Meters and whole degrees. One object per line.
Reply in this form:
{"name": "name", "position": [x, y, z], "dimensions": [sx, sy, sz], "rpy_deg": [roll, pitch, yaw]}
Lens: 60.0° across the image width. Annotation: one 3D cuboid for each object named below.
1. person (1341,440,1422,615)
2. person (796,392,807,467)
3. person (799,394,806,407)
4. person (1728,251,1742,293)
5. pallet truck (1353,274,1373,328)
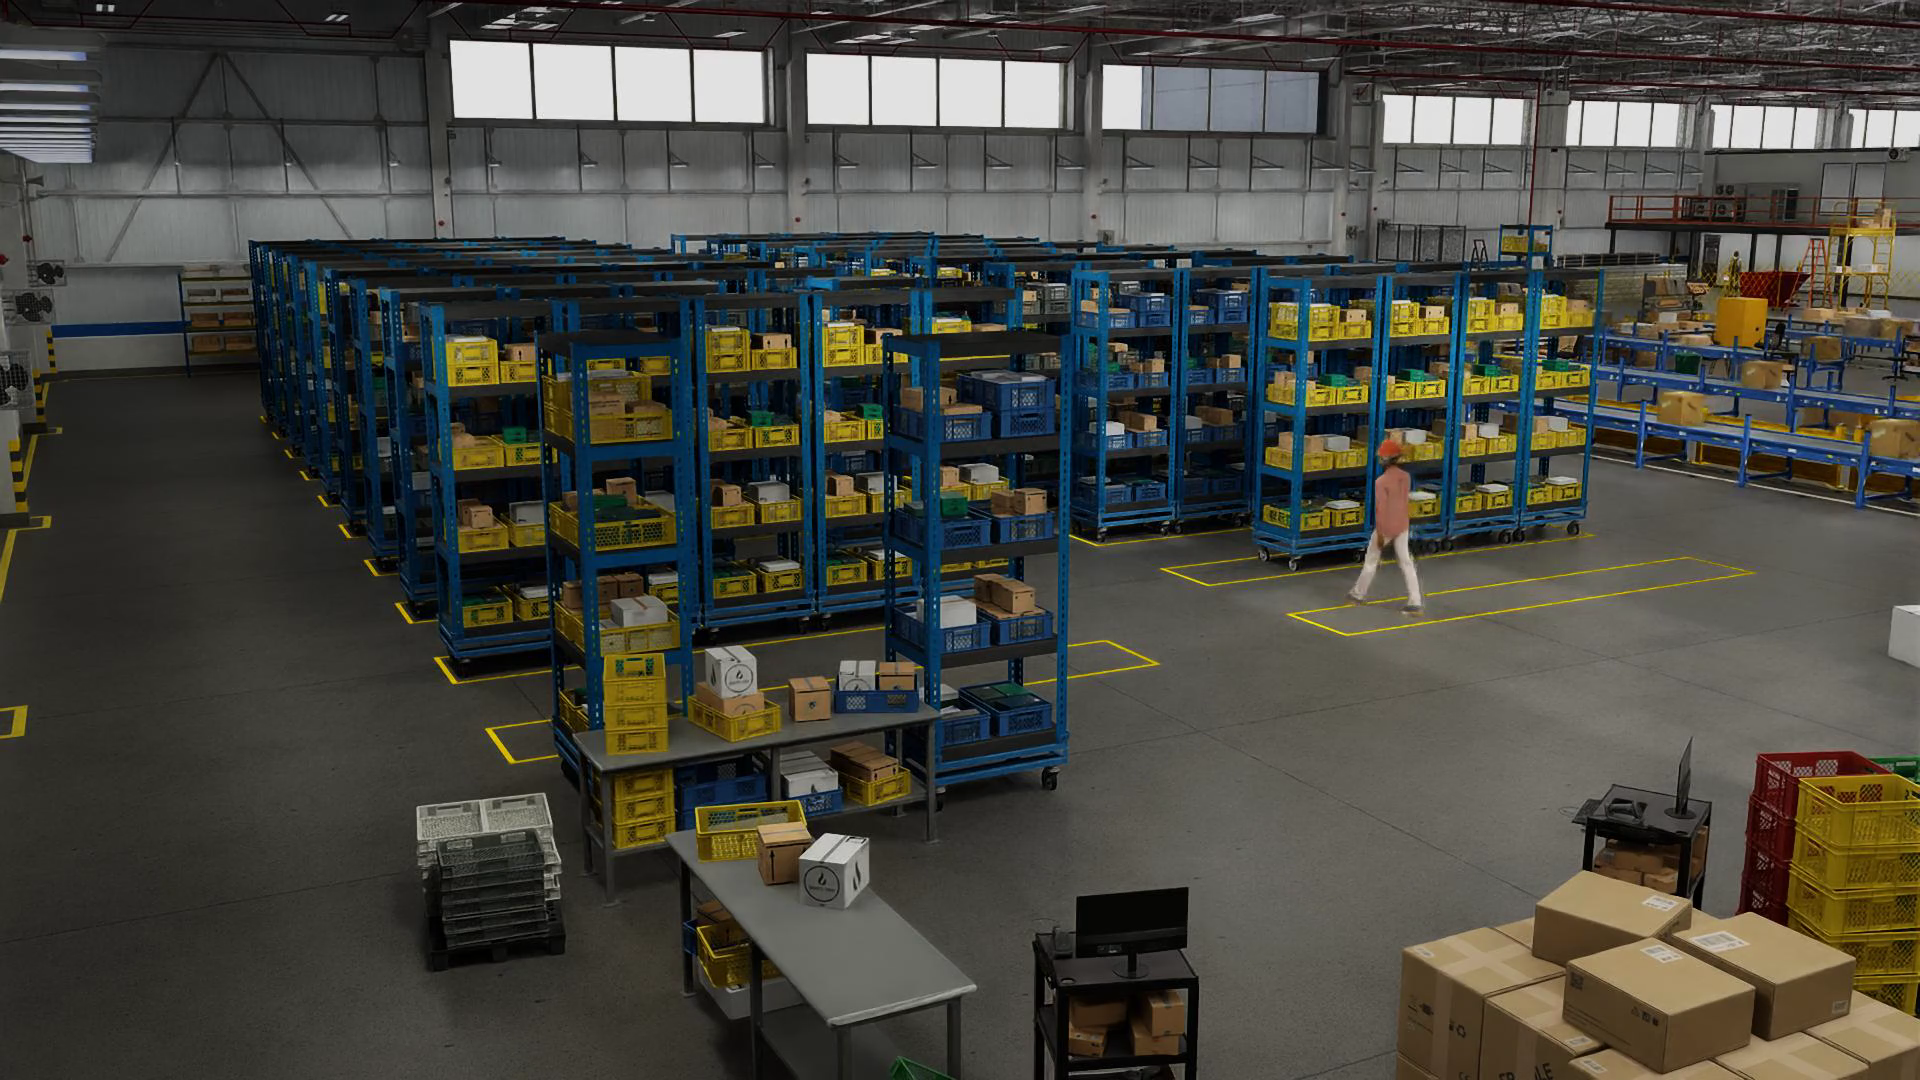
{"name": "person", "position": [4.764, -0.148, 18.448], "dimensions": [0.626, 1.943, 1.049], "rpy_deg": [-8, 15, -34]}
{"name": "person", "position": [-2.344, -1.793, 26.426], "dimensions": [0.636, 1.804, 0.560], "rpy_deg": [0, 12, 0]}
{"name": "person", "position": [-2.180, -1.639, 25.642], "dimensions": [0.591, 1.831, 0.435], "rpy_deg": [3, 12, 15]}
{"name": "person", "position": [33.853, -11.693, 72.655], "dimensions": [0.504, 1.839, 0.344], "rpy_deg": [6, 14, 28]}
{"name": "pallet truck", "position": [13.011, -8.050, 55.243], "dimensions": [0.823, 1.965, 1.885], "rpy_deg": [-7, 14, -28]}
